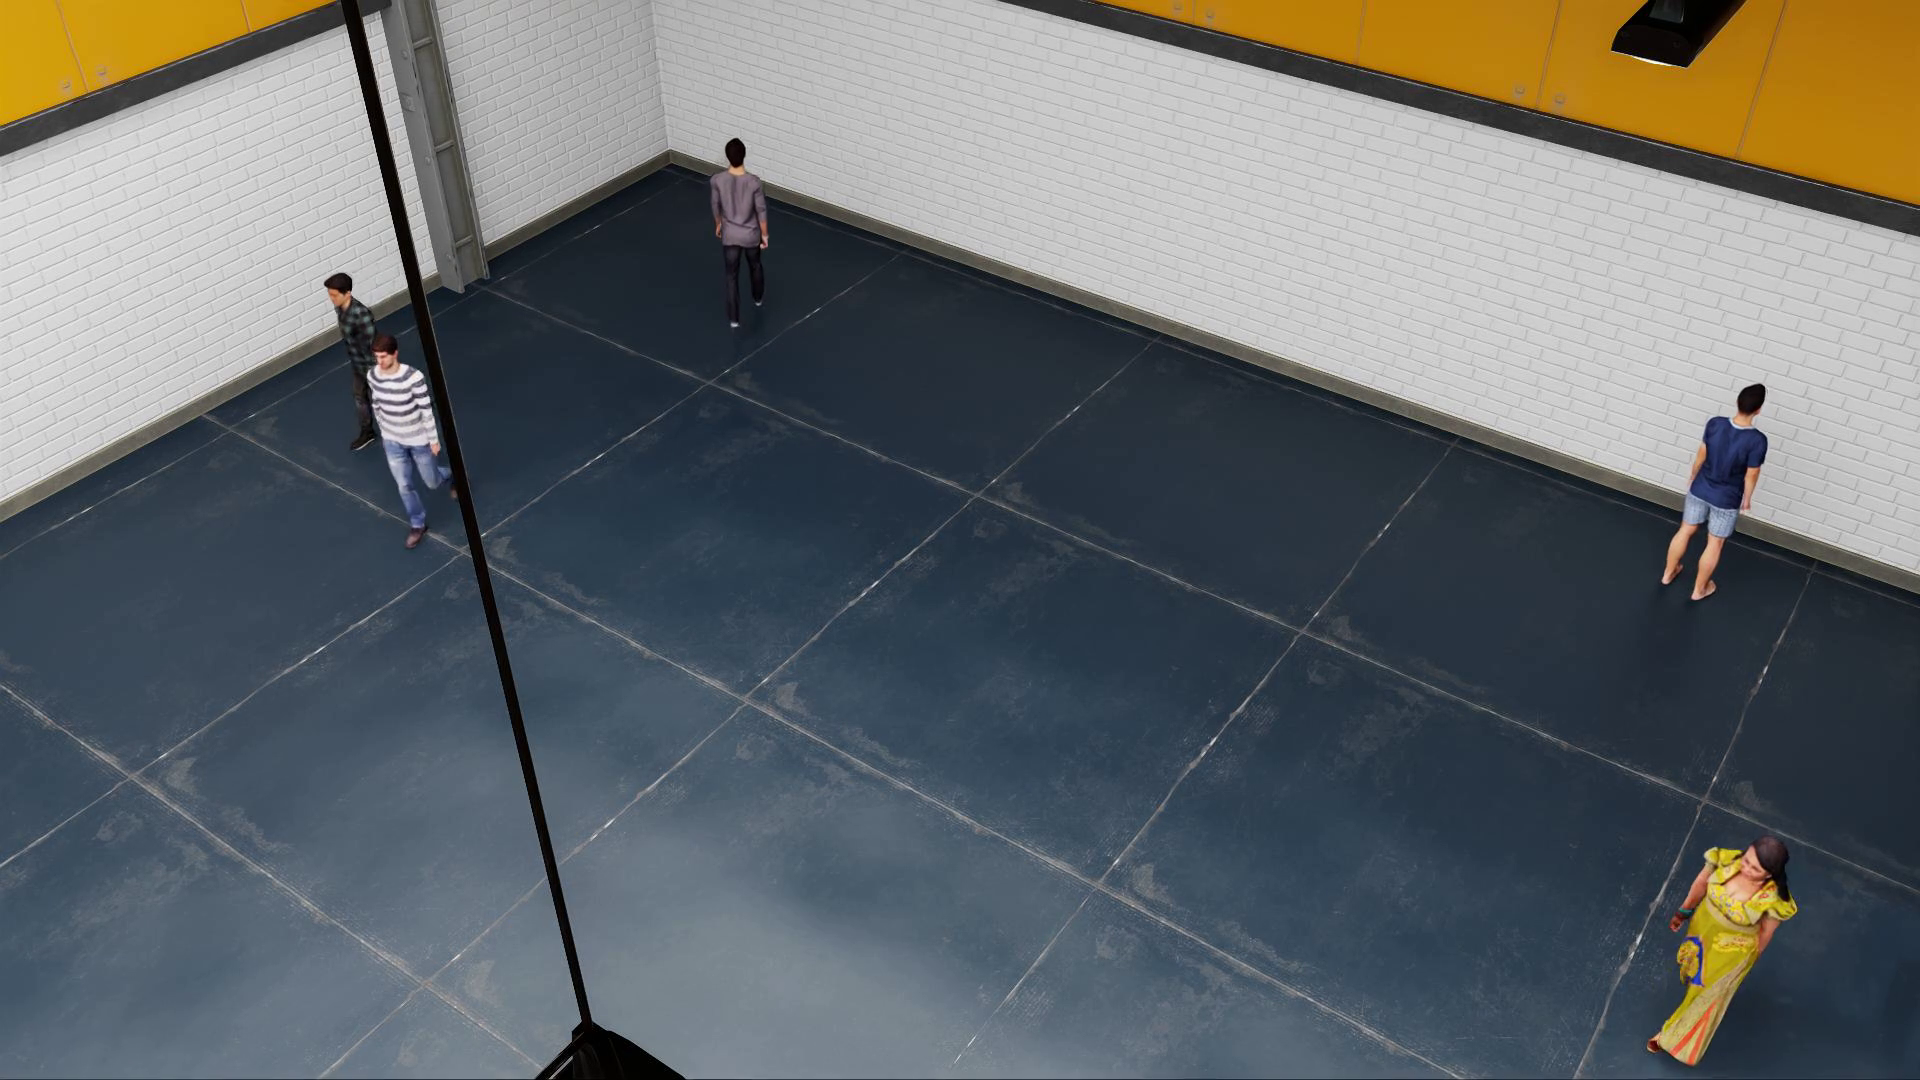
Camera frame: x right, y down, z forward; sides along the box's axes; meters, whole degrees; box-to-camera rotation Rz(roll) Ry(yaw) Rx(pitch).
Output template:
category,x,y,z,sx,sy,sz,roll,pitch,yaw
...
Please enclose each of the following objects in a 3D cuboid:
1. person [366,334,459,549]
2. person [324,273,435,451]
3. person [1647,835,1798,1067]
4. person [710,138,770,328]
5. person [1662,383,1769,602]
category,x,y,z,sx,sy,sz,roll,pitch,yaw
person,-4.307,-0.860,13.121,0.904,1.829,1.106,8,39,10
person,-4.959,-1.560,14.100,1.026,1.680,0.812,-31,48,-33
person,4.386,2.200,9.454,1.272,1.625,1.001,-21,43,-25
person,-2.078,-2.845,15.613,1.080,1.821,1.238,-1,39,-1
person,5.680,-0.360,12.483,0.625,1.844,0.661,-29,47,-31
